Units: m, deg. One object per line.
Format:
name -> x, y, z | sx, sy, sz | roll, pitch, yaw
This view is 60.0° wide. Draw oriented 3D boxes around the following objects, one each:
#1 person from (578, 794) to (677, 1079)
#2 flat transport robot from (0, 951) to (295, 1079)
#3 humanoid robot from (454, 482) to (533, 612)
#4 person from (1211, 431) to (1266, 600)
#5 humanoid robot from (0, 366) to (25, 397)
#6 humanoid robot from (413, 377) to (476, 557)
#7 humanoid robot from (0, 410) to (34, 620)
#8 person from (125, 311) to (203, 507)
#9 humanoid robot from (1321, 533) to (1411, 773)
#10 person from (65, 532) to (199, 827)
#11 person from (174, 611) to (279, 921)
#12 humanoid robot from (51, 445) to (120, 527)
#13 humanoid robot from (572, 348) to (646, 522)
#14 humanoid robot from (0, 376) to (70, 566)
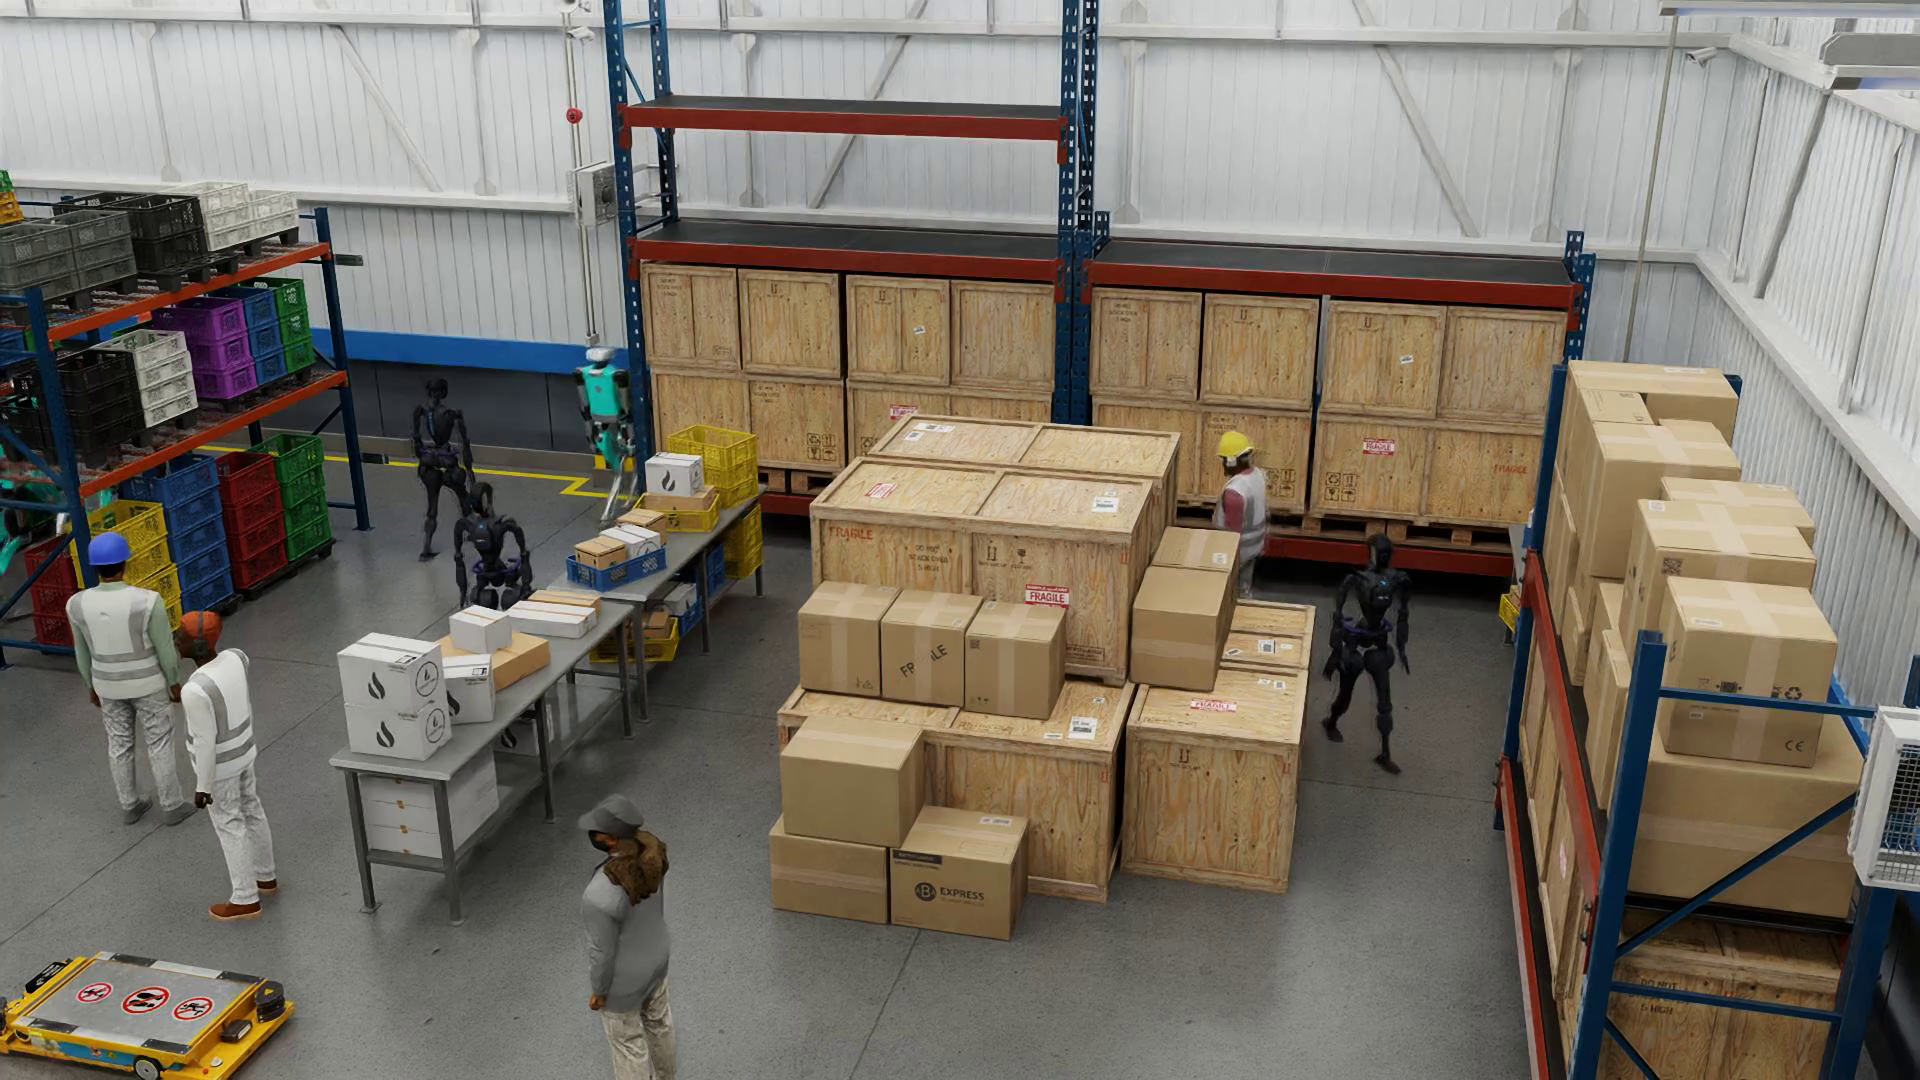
person -> -1.529, 1.981, 7.761 | 0.397, 1.769, 0.569 | 8, 22, 19
flat transport robot -> -4.270, 2.464, 8.601 | 1.431, 0.231, 0.659 | 5, 22, 13
humanoid robot -> -3.404, 0.336, 12.289 | 0.616, 1.652, 0.776 | 1, 21, 4
person -> 2.111, 0.044, 12.773 | 0.434, 1.804, 0.601 | 13, 25, 31
humanoid robot -> -9.606, -1.546, 17.192 | 0.610, 1.631, 0.713 | 0, 21, 0
humanoid robot -> -4.659, -0.678, 14.943 | 0.602, 1.636, 0.805 | 6, 22, 14
humanoid robot -> -7.788, -0.059, 13.293 | 0.553, 1.891, 0.788 | 19, 28, 40
person -> -7.607, -1.301, 15.971 | 0.607, 2.040, 0.392 | -14, 25, -32
humanoid robot -> 2.756, 0.721, 11.254 | 0.609, 1.628, 0.702 | -5, 21, -12
person -> -5.179, 0.883, 10.402 | 0.607, 1.940, 0.412 | 0, 21, 0
person -> -4.187, 1.271, 9.458 | 0.346, 1.882, 0.583 | 1, 21, 3
humanoid robot -> -7.443, -0.455, 14.187 | 0.532, 1.771, 0.789 | -9, 23, -23
humanoid robot -> -3.208, -1.016, 15.614 | 0.547, 1.732, 0.952 | 6, 22, 14
humanoid robot -> -8.041, -0.632, 14.772 | 0.558, 1.845, 0.807 | -3, 21, -7
